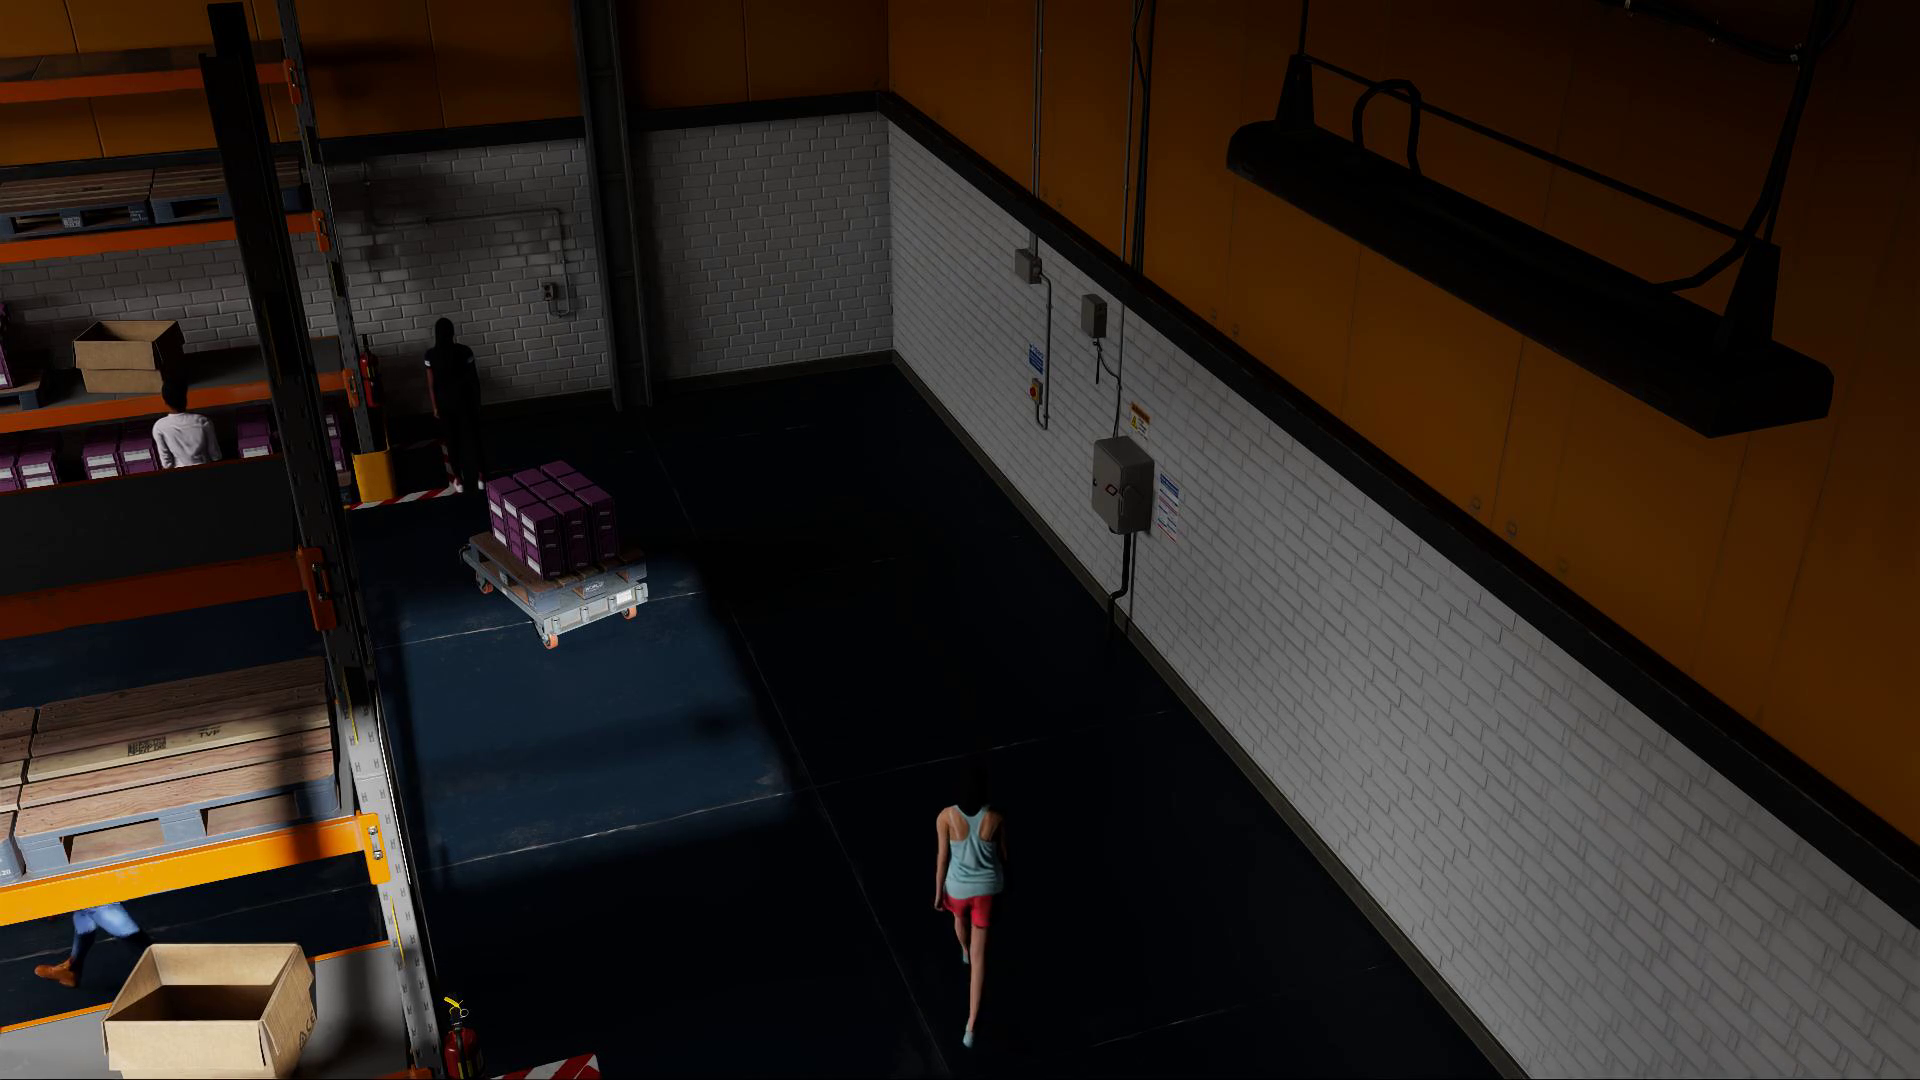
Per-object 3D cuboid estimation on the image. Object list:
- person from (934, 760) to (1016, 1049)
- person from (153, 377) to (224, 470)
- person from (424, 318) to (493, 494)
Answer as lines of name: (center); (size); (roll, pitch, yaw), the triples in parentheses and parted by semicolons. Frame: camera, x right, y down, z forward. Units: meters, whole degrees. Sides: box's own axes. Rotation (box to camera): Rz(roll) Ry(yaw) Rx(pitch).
person: (0.077, 2.085, 9.523); (1.218, 1.713, 1.012); (2, 29, 4)
person: (-6.526, -0.524, 14.199); (0.494, 1.815, 0.686); (-10, 30, -17)
person: (-4.741, -1.278, 15.673); (0.520, 1.728, 0.683); (-7, 29, -13)
